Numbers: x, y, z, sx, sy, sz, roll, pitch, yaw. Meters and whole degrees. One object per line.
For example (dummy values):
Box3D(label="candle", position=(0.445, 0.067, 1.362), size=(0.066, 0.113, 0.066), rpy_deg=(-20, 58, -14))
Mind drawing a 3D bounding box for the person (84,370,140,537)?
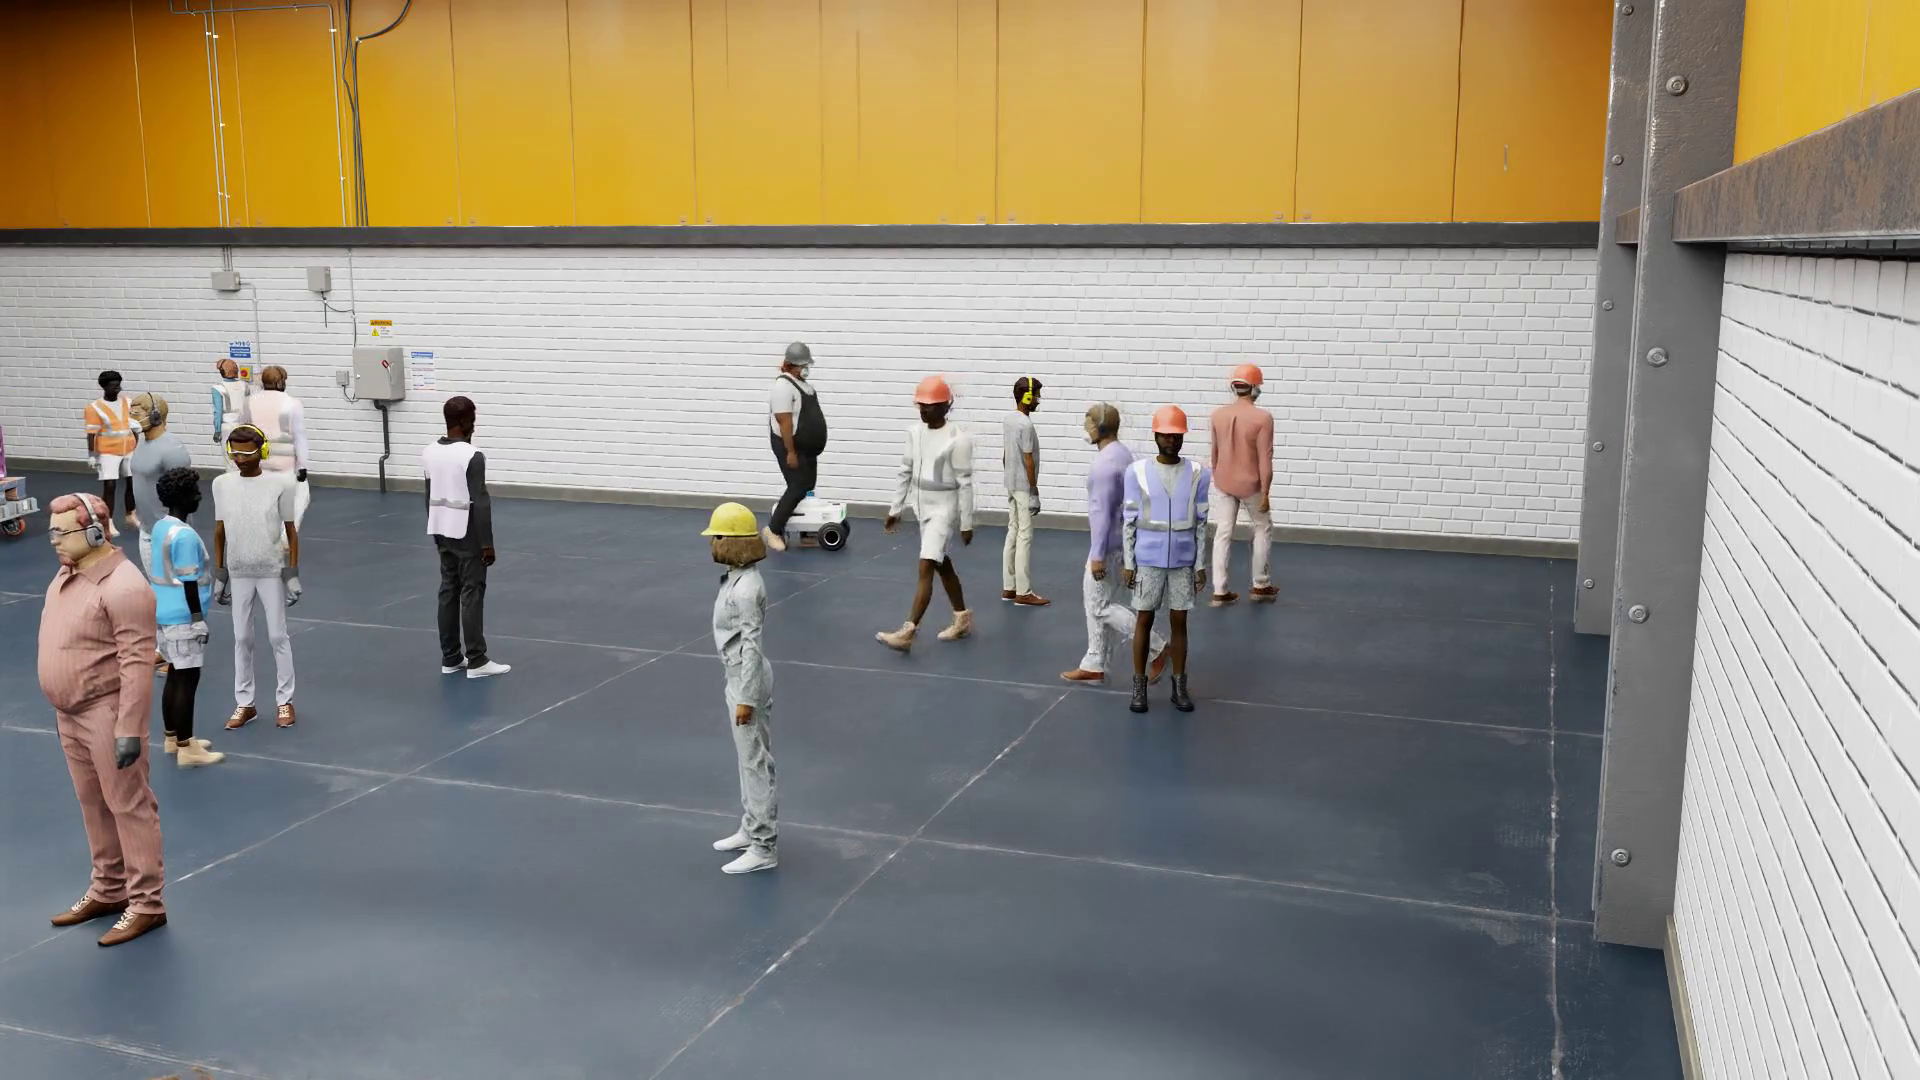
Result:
Box3D(label="person", position=(-8.547, -0.886, 16.824), size=(0.463, 1.678, 0.643), rpy_deg=(6, 12, 30))

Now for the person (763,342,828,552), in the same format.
Box3D(label="person", position=(-1.551, -0.902, 15.898), size=(0.602, 2.000, 0.738), rpy_deg=(3, 10, 15))

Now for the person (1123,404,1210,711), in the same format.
Box3D(label="person", position=(1.292, 0.118, 10.435), size=(0.545, 1.942, 0.354), rpy_deg=(0, 10, -2))

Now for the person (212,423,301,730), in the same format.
Box3D(label="person", position=(-4.265, 0.221, 10.078), size=(0.511, 1.865, 0.329), rpy_deg=(-1, 10, -7))

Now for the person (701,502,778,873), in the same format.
Box3D(label="person", position=(-1.032, 0.687, 7.788), size=(0.314, 1.744, 0.487), rpy_deg=(-2, 10, -12))

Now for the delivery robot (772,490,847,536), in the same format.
Box3D(label="delivery robot", position=(-1.456, -0.243, 16.106), size=(0.707, 0.478, 0.477), rpy_deg=(0, 10, 1))

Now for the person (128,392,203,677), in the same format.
Box3D(label="person", position=(-5.434, -0.042, 11.341), size=(0.627, 1.940, 0.370), rpy_deg=(9, 14, 42))

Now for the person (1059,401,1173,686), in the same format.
Box3D(label="person", position=(1.040, 0.049, 10.879), size=(0.726, 1.917, 0.642), rpy_deg=(3, 10, 16))

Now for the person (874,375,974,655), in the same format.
Box3D(label="person", position=(-0.244, -0.185, 12.004), size=(1.007, 1.991, 0.620), rpy_deg=(-8, 13, -37))

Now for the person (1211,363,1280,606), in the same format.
Box3D(label="person", position=(2.351, -0.458, 13.592), size=(0.644, 1.959, 0.822), rpy_deg=(9, 14, 43))

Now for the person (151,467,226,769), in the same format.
Box3D(label="person", position=(-4.389, 0.431, 9.390), size=(0.321, 1.693, 0.538), rpy_deg=(-8, 13, -37))

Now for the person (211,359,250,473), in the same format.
Box3D(label="person", position=(-8.296, -1.250, 18.987), size=(0.307, 1.641, 0.511), rpy_deg=(4, 11, 24))

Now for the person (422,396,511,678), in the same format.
Box3D(label="person", position=(-3.386, -0.018, 11.281), size=(0.590, 1.915, 0.392), rpy_deg=(7, 12, 34))

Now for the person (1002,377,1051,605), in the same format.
Box3D(label="person", position=(0.521, -0.399, 13.568), size=(0.328, 1.865, 0.518), rpy_deg=(-4, 11, -22))

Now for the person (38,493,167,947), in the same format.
Box3D(label="person", position=(-3.641, 0.744, 7.018), size=(0.642, 1.906, 0.410), rpy_deg=(7, 12, 35))

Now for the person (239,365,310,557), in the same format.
Box3D(label="person", position=(-6.333, -0.711, 15.447), size=(0.628, 1.829, 0.436), rpy_deg=(1, 10, 5))
